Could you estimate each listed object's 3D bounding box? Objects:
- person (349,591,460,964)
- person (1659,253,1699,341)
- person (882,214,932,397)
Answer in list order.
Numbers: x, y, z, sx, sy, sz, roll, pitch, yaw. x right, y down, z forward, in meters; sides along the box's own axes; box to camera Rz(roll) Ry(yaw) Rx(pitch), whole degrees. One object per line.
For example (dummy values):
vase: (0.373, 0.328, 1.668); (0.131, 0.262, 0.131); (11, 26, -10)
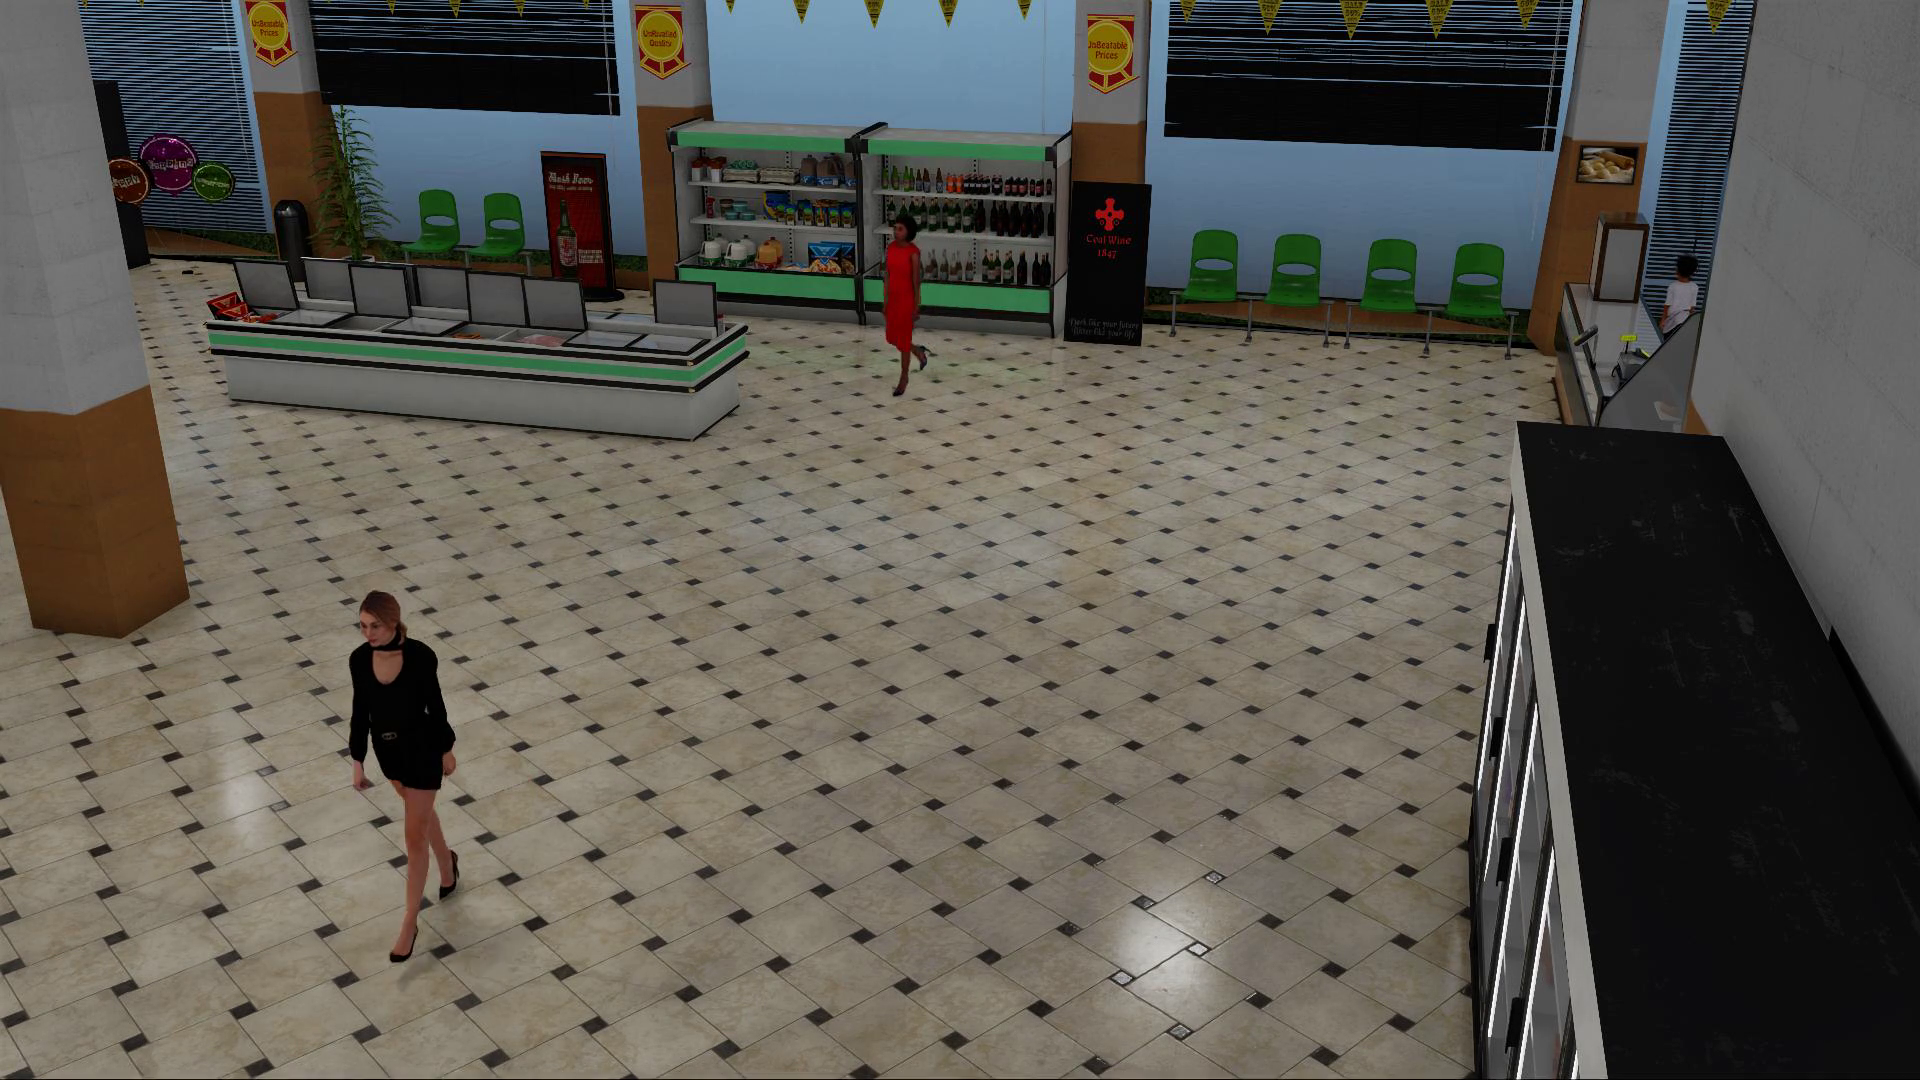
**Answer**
person: (-2.555, 1.009, 7.836); (1.055, 1.724, 0.754); (3, 22, 6)
person: (7.103, -2.204, 16.451); (0.530, 1.262, 0.617); (-2, 22, -6)
person: (-0.495, -2.263, 15.974); (0.864, 1.728, 0.844); (17, 28, 37)
